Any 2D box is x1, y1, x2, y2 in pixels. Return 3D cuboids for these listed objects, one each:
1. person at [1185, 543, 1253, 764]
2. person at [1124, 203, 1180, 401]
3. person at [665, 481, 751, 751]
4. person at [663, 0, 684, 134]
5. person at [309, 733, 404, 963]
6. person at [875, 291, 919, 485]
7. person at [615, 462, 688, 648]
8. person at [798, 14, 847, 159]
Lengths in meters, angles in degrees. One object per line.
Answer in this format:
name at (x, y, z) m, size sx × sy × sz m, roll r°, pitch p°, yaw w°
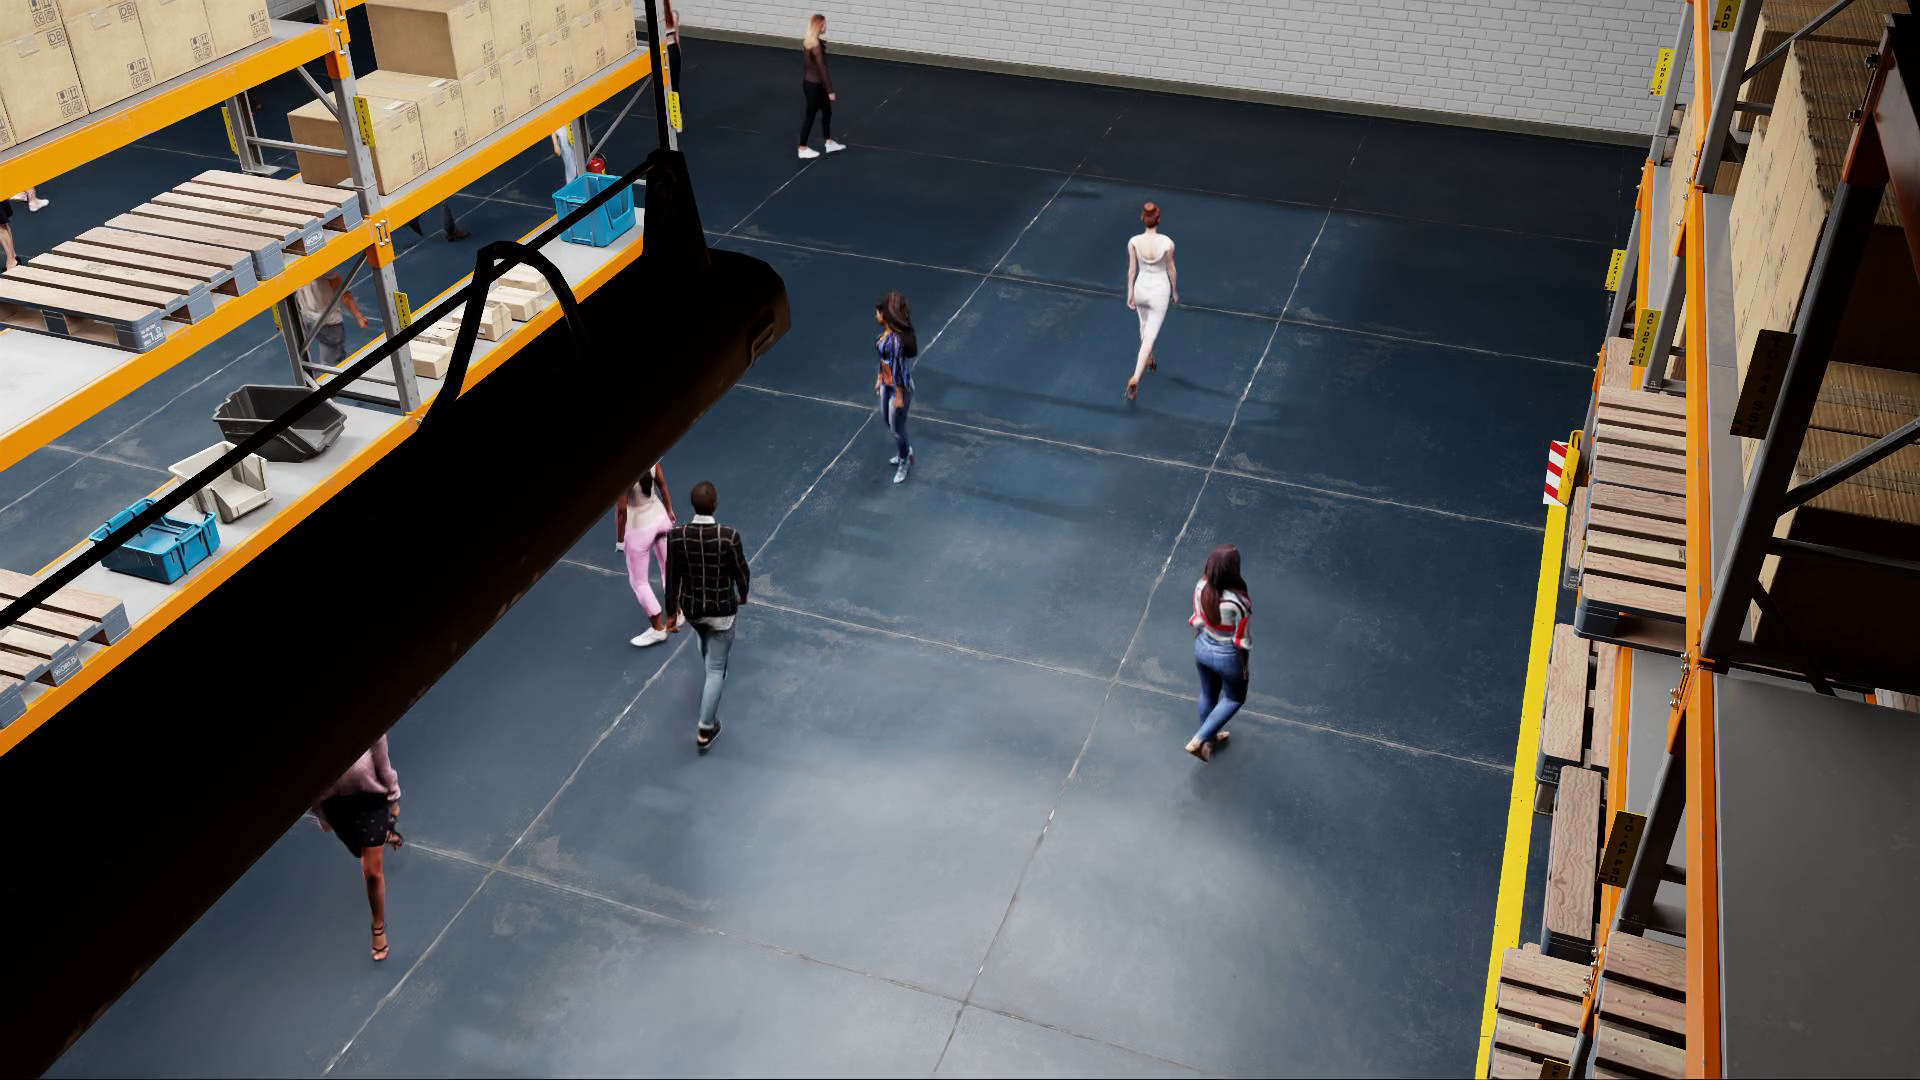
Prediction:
person at (1.578, 0.747, 10.361) m, size 0.766 × 1.605 × 0.868 m, roll 28°, pitch 43°, yaw 35°
person at (1.626, -2.031, 14.408) m, size 0.635 × 1.753 × 1.096 m, roll 14°, pitch 36°, yaw 20°
person at (-1.613, 0.523, 10.549) m, size 0.801 × 1.770 × 1.223 m, roll 5°, pitch 34°, yaw 7°
person at (-3.461, -5.733, 19.994) m, size 0.743 × 1.733 × 0.805 m, roll -22°, pitch 39°, yaw -29°
person at (-3.301, 1.440, 9.160) m, size 0.977 × 1.782 × 1.178 m, roll -5°, pitch 34°, yaw -7°
person at (-0.507, -1.191, 13.267) m, size 0.797 × 1.616 × 0.719 m, roll -22°, pitch 39°, yaw -29°
person at (-2.110, -0.089, 11.515) m, size 0.576 × 1.720 × 0.872 m, roll -27°, pitch 42°, yaw -34°
person at (-1.770, -5.213, 19.266) m, size 0.891 × 1.673 × 0.874 m, roll -6°, pitch 34°, yaw -9°
